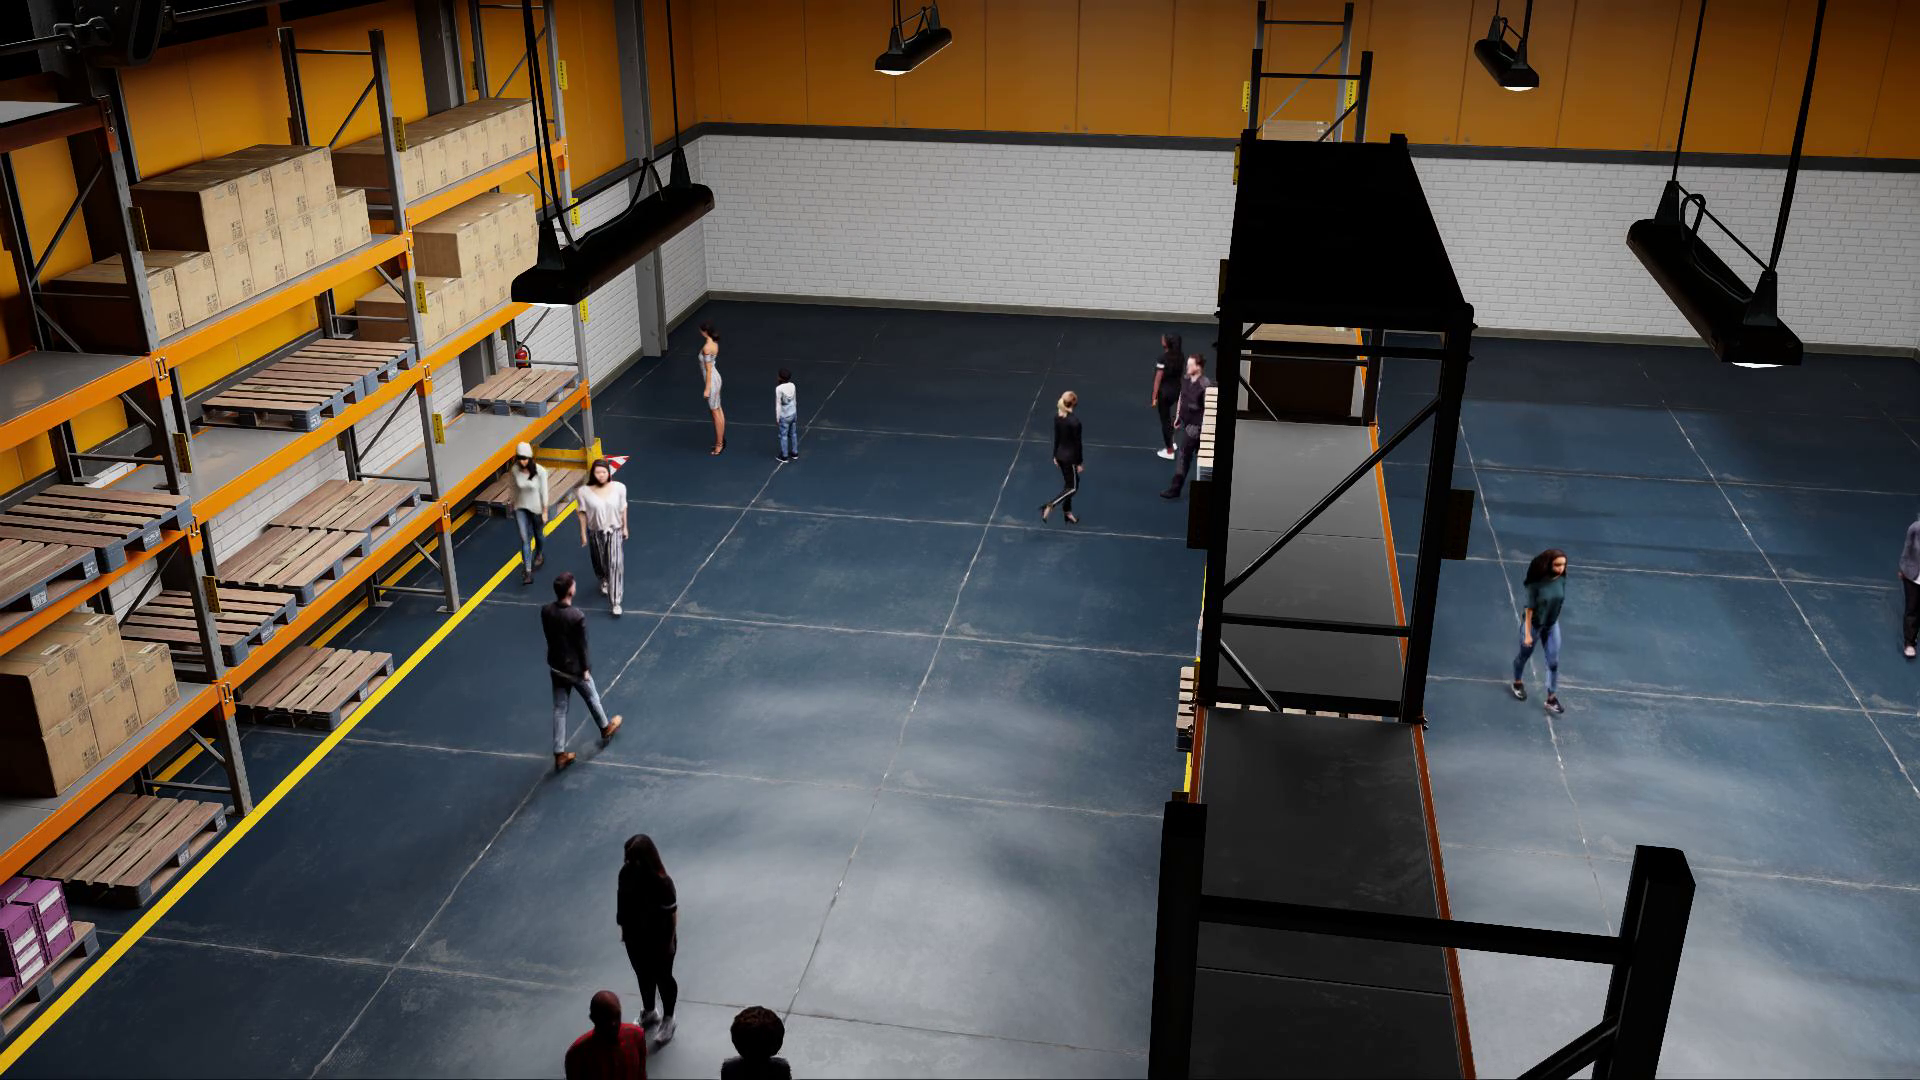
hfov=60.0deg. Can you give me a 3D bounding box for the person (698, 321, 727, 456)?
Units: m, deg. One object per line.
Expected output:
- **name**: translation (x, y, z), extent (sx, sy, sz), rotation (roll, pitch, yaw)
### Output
- **person**: translation (-3.243, -2.021, 21.918), extent (0.687, 1.824, 0.512), rotation (1, 24, 1)

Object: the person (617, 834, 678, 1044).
- **person**: translation (-2.120, 2.693, 11.366), extent (0.673, 1.639, 0.671), rotation (11, 26, 24)

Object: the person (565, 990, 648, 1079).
- **person**: translation (-2.064, 3.346, 9.674), extent (1.073, 1.796, 1.286), rotation (-9, 25, -19)

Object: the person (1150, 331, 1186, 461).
- **person**: translation (2.783, -1.865, 21.690), extent (0.754, 1.720, 0.824), rotation (-19, 30, -37)

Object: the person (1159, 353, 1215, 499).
- **person**: translation (2.994, -1.421, 20.570), extent (1.144, 1.803, 1.274), rotation (-8, 25, -18)

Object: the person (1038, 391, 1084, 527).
- **person**: translation (1.204, -0.901, 19.523), extent (0.969, 1.689, 0.928), rotation (-14, 27, -29)

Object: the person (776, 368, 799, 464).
- **person**: translation (-2.276, -1.649, 21.772), extent (0.612, 1.258, 0.537), rotation (20, 30, 37)

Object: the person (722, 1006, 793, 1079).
- **person**: translation (-1.168, 3.462, 9.541), extent (0.793, 1.690, 1.069), rotation (-3, 24, -6)

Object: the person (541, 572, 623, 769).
- **person**: translation (-3.489, 1.180, 14.618), extent (0.840, 1.805, 1.141), rotation (9, 25, 20)

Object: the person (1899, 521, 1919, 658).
- **person**: translation (9.785, 0.351, 16.824), extent (0.787, 1.557, 1.092), rotation (9, 25, 19)

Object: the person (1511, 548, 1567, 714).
- **person**: translation (5.445, 0.788, 15.782), extent (0.805, 1.591, 0.988), rotation (-4, 24, -10)

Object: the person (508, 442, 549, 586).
- **person**: translation (-4.731, -0.354, 18.396), extent (0.837, 1.590, 1.195), rotation (-1, 24, -2)

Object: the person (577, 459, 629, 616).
- **person**: translation (-3.801, -0.092, 17.738), extent (0.958, 1.637, 1.206), rotation (-6, 24, -13)
